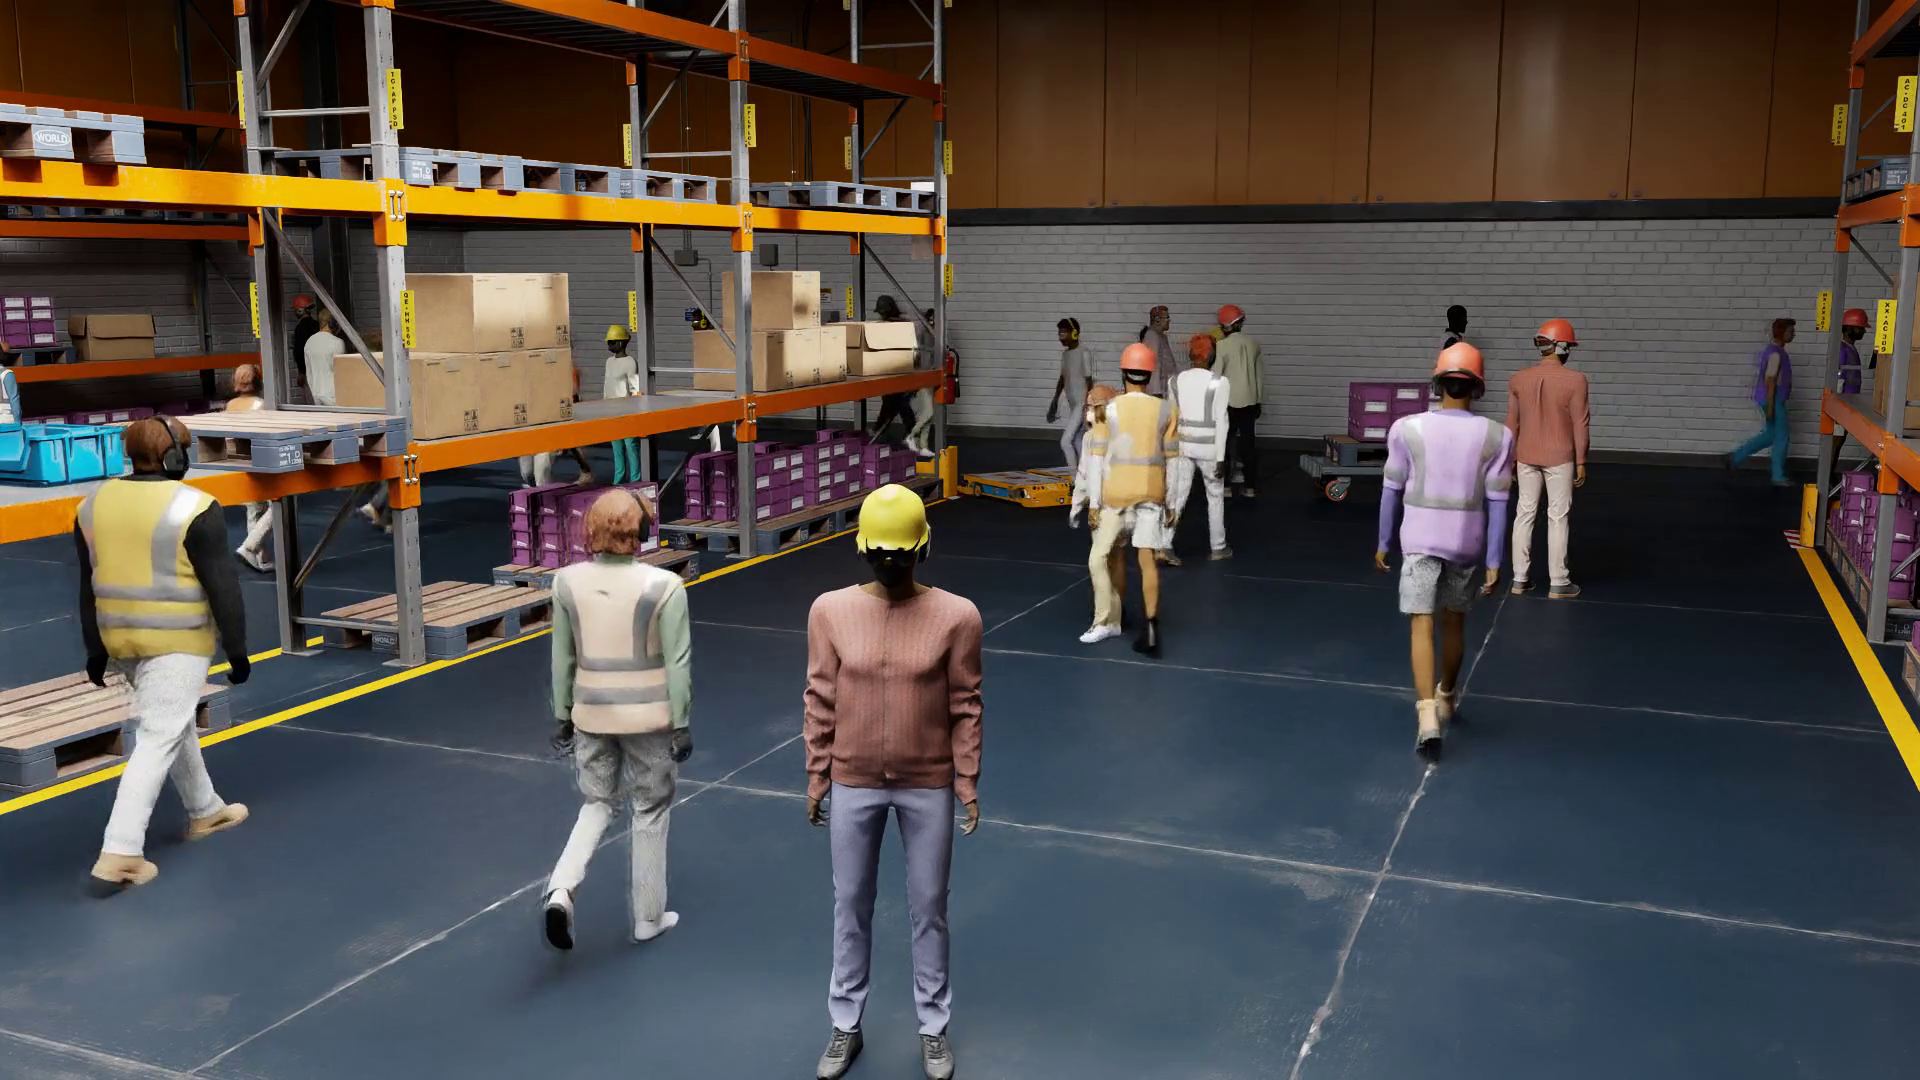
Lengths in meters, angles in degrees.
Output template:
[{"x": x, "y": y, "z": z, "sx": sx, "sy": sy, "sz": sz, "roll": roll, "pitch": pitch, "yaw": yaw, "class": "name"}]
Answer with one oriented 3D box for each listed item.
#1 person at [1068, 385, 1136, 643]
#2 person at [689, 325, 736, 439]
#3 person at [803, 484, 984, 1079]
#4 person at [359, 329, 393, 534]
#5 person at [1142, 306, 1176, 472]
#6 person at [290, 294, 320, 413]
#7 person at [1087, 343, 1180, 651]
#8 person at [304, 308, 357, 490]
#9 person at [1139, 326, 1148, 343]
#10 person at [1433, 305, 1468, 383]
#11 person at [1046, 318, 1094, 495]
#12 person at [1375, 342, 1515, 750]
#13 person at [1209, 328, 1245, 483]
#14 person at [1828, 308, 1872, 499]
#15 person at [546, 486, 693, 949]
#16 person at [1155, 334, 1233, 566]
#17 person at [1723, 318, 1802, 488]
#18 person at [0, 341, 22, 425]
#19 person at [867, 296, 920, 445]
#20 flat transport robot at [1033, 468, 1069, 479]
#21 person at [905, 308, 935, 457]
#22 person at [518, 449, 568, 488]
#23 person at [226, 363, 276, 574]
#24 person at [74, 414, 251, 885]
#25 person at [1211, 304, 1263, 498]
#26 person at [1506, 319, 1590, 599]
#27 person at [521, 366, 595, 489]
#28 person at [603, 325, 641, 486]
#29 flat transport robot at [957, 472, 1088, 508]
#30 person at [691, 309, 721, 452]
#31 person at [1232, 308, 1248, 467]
[{"x": 0.836, "y": -0.158, "z": 10.466, "sx": 0.527, "sy": 1.616, "sz": 0.518, "roll": -5, "pitch": 11, "yaw": -27, "class": "person"}, {"x": -3.349, "y": -2.152, "z": 22.612, "sx": 0.643, "sy": 1.617, "sz": 0.503, "roll": -1, "pitch": 9, "yaw": -6, "class": "person"}, {"x": -0.194, "y": 0.707, "z": 4.813, "sx": 0.523, "sy": 1.760, "sz": 0.325, "roll": 0, "pitch": 9, "yaw": 3, "class": "person"}, {"x": -5.035, "y": -0.932, "z": 14.531, "sx": 0.528, "sy": 1.831, "sz": 0.498, "roll": 6, "pitch": 11, "yaw": 34, "class": "person"}, {"x": 2.294, "y": -1.747, "z": 19.230, "sx": 0.407, "sy": 1.910, "sz": 0.639, "roll": 1, "pitch": 9, "yaw": 5, "class": "person"}, {"x": -8.599, "y": -2.239, "z": 21.956, "sx": 0.400, "sy": 1.989, "sz": 0.623, "roll": 1, "pitch": 9, "yaw": 4, "class": "person"}, {"x": 1.082, "y": -0.269, "z": 10.360, "sx": 0.575, "sy": 1.894, "sz": 0.939, "roll": 0, "pitch": 9, "yaw": 0, "class": "person"}, {"x": -6.641, "y": -1.488, "z": 17.584, "sx": 0.628, "sy": 1.935, "sz": 0.373, "roll": 6, "pitch": 11, "yaw": 34, "class": "person"}, {"x": 2.205, "y": -1.798, "z": 20.347, "sx": 0.864, "sy": 1.648, "sz": 0.536, "roll": 5, "pitch": 11, "yaw": 29, "class": "person"}, {"x": 5.644, "y": -1.752, "z": 19.228, "sx": 0.372, "sy": 1.916, "sz": 0.597, "roll": 2, "pitch": 10, "yaw": 11, "class": "person"}, {"x": 1.144, "y": -1.331, "z": 16.943, "sx": 0.613, "sy": 1.830, "sz": 0.602, "roll": -3, "pitch": 10, "yaw": -17, "class": "person"}, {"x": 2.400, "y": 0.023, "z": 8.253, "sx": 0.628, "sy": 2.007, "sz": 1.015, "roll": 2, "pitch": 10, "yaw": 11, "class": "person"}, {"x": 2.753, "y": -1.475, "z": 18.213, "sx": 0.905, "sy": 1.695, "sz": 0.485, "roll": 2, "pitch": 10, "yaw": 11, "class": "person"}, {"x": 9.049, "y": -1.392, "z": 16.993, "sx": 0.372, "sy": 1.933, "sz": 0.552, "roll": 7, "pitch": 12, "yaw": 36, "class": "person"}, {"x": -1.177, "y": 0.635, "z": 5.671, "sx": 0.522, "sy": 1.623, "sz": 0.526, "roll": 3, "pitch": 10, "yaw": 16, "class": "person"}, {"x": 1.854, "y": -0.709, "z": 13.158, "sx": 0.589, "sy": 1.844, "sz": 0.964, "roll": 8, "pitch": 12, "yaw": 38, "class": "person"}, {"x": 8.680, "y": -1.479, "z": 17.866, "sx": 0.709, "sy": 1.821, "sz": 0.577, "roll": 4, "pitch": 10, "yaw": 24, "class": "person"}, {"x": -9.421, "y": -1.140, "z": 16.365, "sx": 0.517, "sy": 1.641, "sz": 0.308, "roll": 4, "pitch": 10, "yaw": 23, "class": "person"}, {"x": -0.923, "y": -2.273, "z": 22.018, "sx": 0.998, "sy": 2.000, "sz": 0.689, "roll": 3, "pitch": 10, "yaw": 20, "class": "person"}, {"x": 1.356, "y": -0.650, "z": 17.530, "sx": 1.431, "sy": 0.197, "sz": 0.652, "roll": -6, "pitch": 11, "yaw": -31, "class": "flat transport robot"}, {"x": -0.394, "y": -1.947, "z": 20.623, "sx": 0.402, "sy": 1.845, "sz": 0.560, "roll": 6, "pitch": 11, "yaw": 33, "class": "person"}, {"x": -3.763, "y": -0.982, "z": 14.917, "sx": 0.594, "sy": 1.806, "sz": 0.790, "roll": 2, "pitch": 10, "yaw": 13, "class": "person"}, {"x": -5.373, "y": -0.528, "z": 12.664, "sx": 0.541, "sy": 1.625, "sz": 0.420, "roll": 5, "pitch": 11, "yaw": 30, "class": "person"}, {"x": -3.157, "y": 0.408, "z": 6.535, "sx": 0.642, "sy": 1.800, "sz": 0.955, "roll": 3, "pitch": 10, "yaw": 16, "class": "person"}, {"x": 2.817, "y": -1.421, "z": 17.082, "sx": 0.628, "sy": 1.973, "sz": 0.475, "roll": -5, "pitch": 11, "yaw": -29, "class": "person"}, {"x": 4.212, "y": -0.579, "z": 11.913, "sx": 0.392, "sy": 1.988, "sz": 0.609, "roll": -9, "pitch": 13, "yaw": -44, "class": "person"}, {"x": -4.220, "y": -1.329, "z": 17.503, "sx": 0.879, "sy": 1.644, "sz": 0.550, "roll": -9, "pitch": 13, "yaw": -42, "class": "person"}, {"x": -3.491, "y": -1.325, "z": 17.100, "sx": 0.525, "sy": 1.769, "sz": 0.309, "roll": 8, "pitch": 12, "yaw": 41, "class": "person"}, {"x": 0.616, "y": -0.525, "z": 16.771, "sx": 0.652, "sy": 0.197, "sz": 1.431, "roll": -6, "pitch": 11, "yaw": -31, "class": "flat transport robot"}, {"x": -3.003, "y": -1.801, "z": 19.716, "sx": 0.323, "sy": 1.862, "sz": 0.511, "roll": -2, "pitch": 9, "yaw": -9, "class": "person"}, {"x": 3.200, "y": -1.778, "z": 19.480, "sx": 0.427, "sy": 1.887, "sz": 0.650, "roll": 8, "pitch": 12, "yaw": 41, "class": "person"}]
